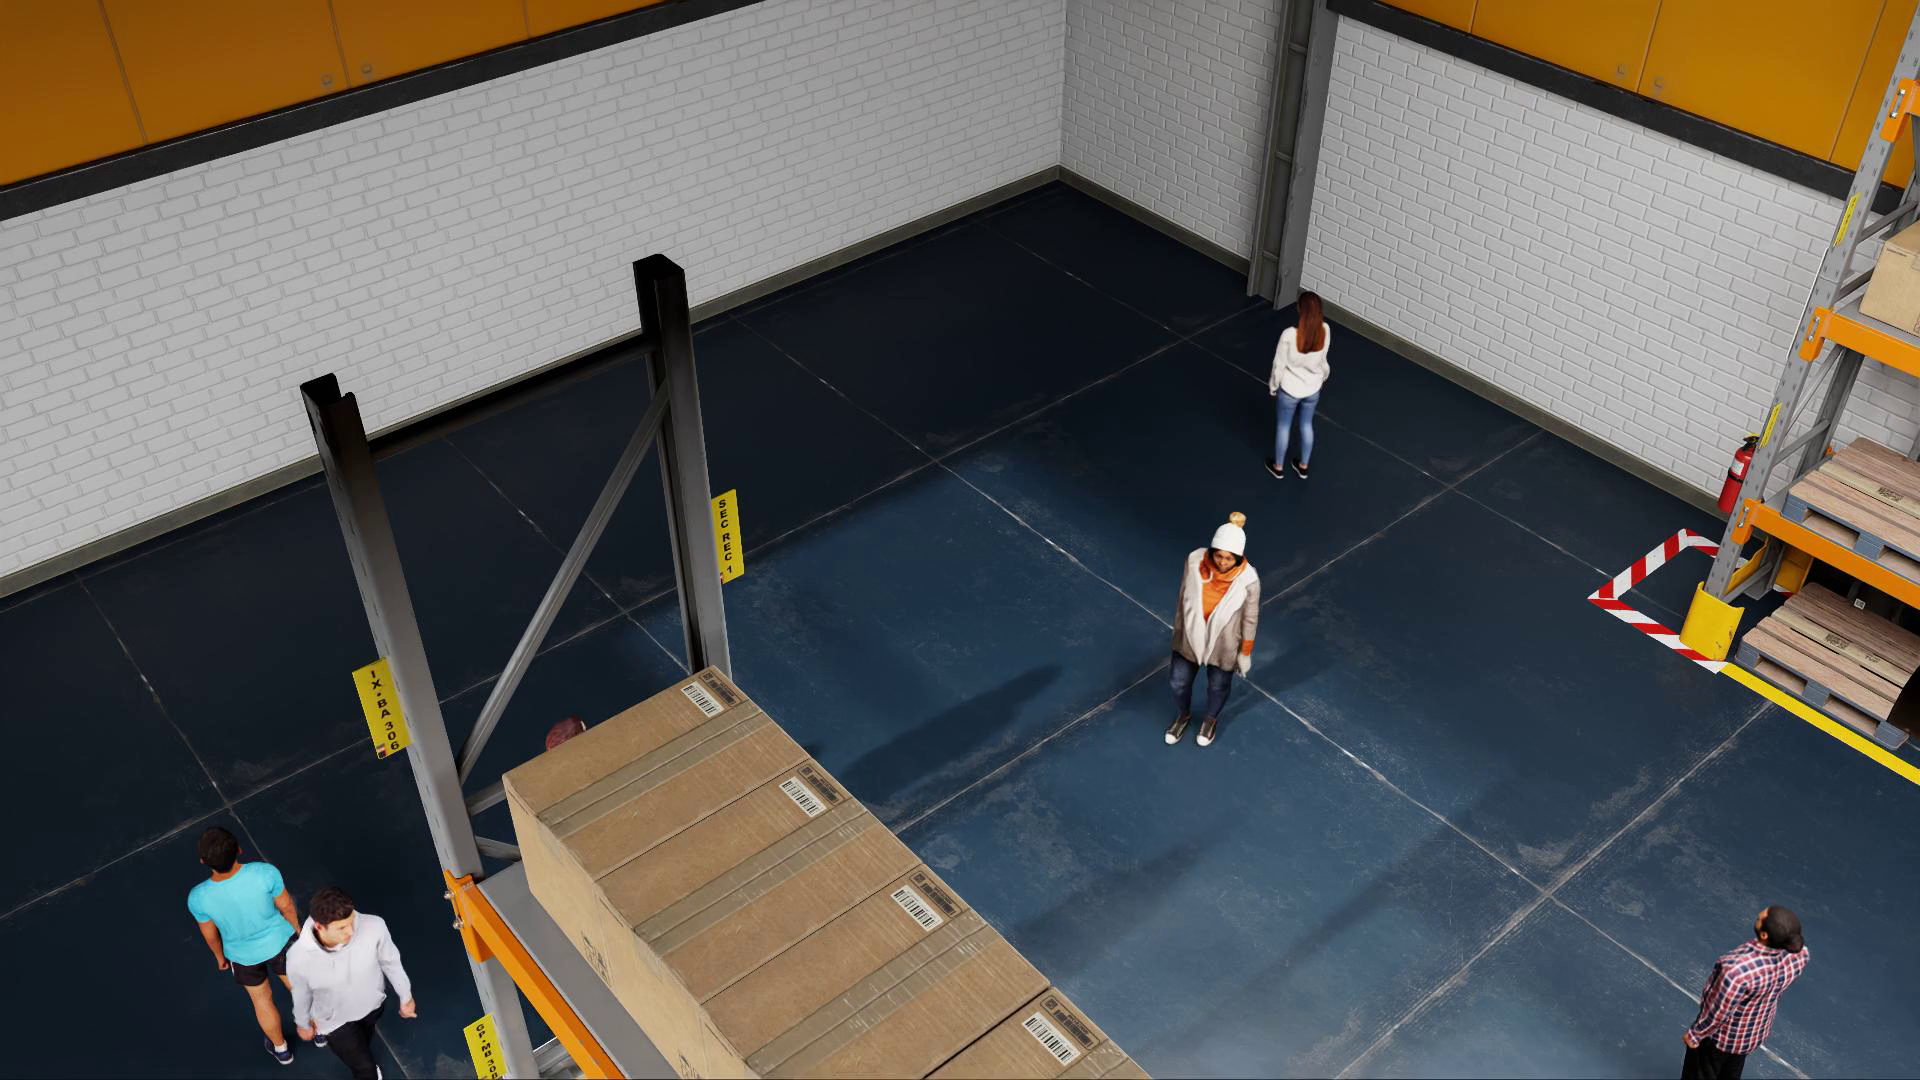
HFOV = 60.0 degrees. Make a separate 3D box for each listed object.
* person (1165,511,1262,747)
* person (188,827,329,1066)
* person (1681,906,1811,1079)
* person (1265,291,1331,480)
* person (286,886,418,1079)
[{"bbox_3d":[1.686,0.540,10.898,0.773,1.883,0.897,16,41,19],"label":"person"},{"bbox_3d":[-3.758,2.179,8.932,0.646,1.777,0.574,-20,43,-23],"label":"person"},{"bbox_3d":[3.989,2.472,8.577,0.748,1.760,0.686,-16,41,-19],"label":"person"},{"bbox_3d":[2.720,-1.217,13.253,0.710,1.689,0.708,-8,39,-10],"label":"person"},{"bbox_3d":[-3.223,2.359,8.635,0.766,1.866,1.170,-27,46,-30],"label":"person"}]
